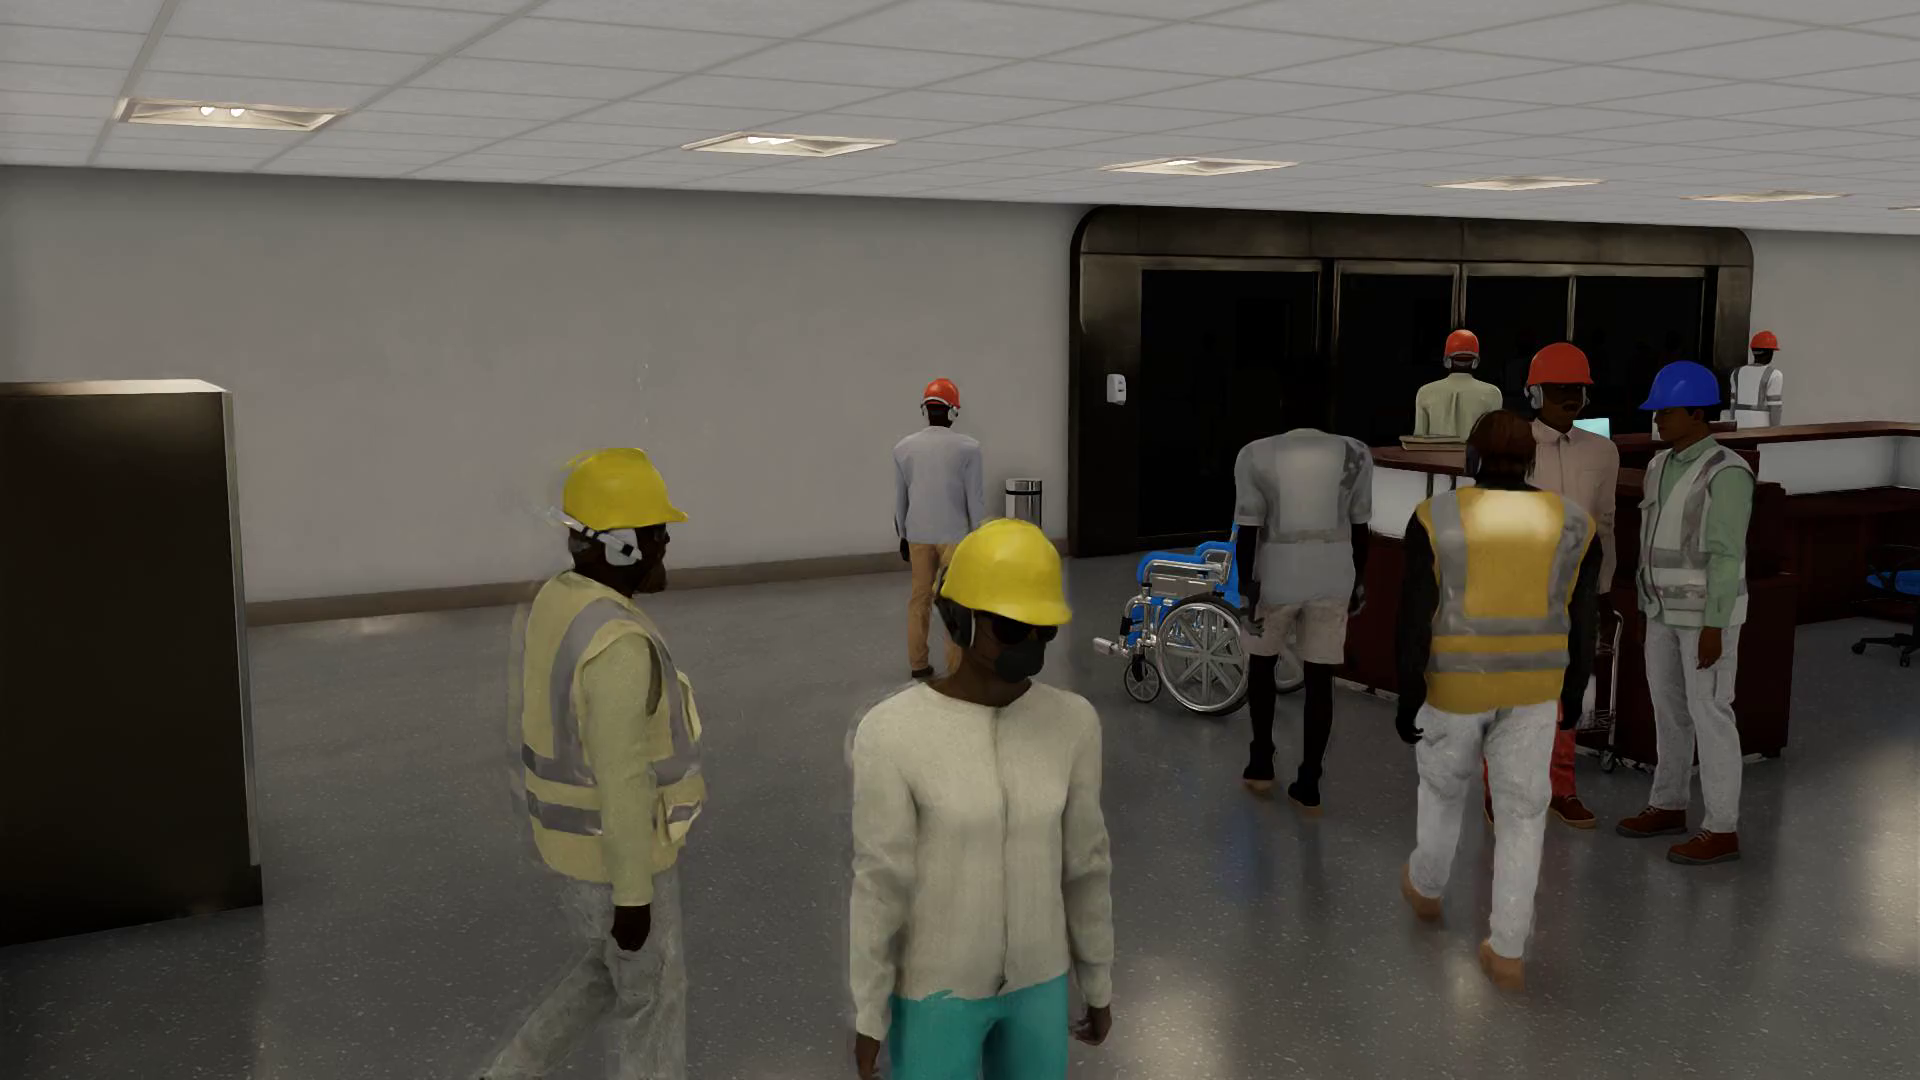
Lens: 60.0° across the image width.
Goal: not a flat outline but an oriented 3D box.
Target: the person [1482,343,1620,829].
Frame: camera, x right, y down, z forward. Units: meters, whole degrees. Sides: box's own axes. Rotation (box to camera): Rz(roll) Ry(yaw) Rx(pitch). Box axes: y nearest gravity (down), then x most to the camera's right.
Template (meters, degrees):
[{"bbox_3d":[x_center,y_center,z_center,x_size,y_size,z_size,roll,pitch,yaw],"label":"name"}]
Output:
[{"bbox_3d":[2.403,0.196,6.817,0.611,1.997,0.375,-1,8,-10],"label":"person"}]

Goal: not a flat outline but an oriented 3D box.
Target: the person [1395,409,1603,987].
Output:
[{"bbox_3d":[1.739,0.471,5.503,0.663,1.802,0.899,1,8,5],"label":"person"}]

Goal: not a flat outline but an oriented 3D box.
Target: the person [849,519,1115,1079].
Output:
[{"bbox_3d":[0.035,0.823,3.117,0.549,1.752,0.443,-4,9,-29],"label":"person"}]

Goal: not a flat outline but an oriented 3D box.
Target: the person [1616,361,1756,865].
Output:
[{"bbox_3d":[2.819,0.275,6.486,0.423,1.939,0.602,-1,8,-10],"label":"person"}]

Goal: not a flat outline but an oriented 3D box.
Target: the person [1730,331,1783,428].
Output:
[{"bbox_3d":[7.779,-1.069,16.242,0.392,1.929,0.546,-4,9,-27],"label":"person"}]

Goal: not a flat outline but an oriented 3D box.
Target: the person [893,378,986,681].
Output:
[{"bbox_3d":[-0.103,-0.049,9.501,0.564,1.743,0.352,4,9,25],"label":"person"}]

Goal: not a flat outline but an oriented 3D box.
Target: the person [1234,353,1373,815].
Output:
[{"bbox_3d":[1.460,0.175,7.173,0.612,1.940,0.679,0,8,2],"label":"person"}]

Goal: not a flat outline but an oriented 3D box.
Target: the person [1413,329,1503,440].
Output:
[{"bbox_3d":[3.442,-0.451,11.495,0.615,1.997,0.373,4,9,28],"label":"person"}]

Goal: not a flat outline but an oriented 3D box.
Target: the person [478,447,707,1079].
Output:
[{"bbox_3d":[-0.843,0.690,3.877,0.593,1.820,0.606,-4,9,-28],"label":"person"}]
